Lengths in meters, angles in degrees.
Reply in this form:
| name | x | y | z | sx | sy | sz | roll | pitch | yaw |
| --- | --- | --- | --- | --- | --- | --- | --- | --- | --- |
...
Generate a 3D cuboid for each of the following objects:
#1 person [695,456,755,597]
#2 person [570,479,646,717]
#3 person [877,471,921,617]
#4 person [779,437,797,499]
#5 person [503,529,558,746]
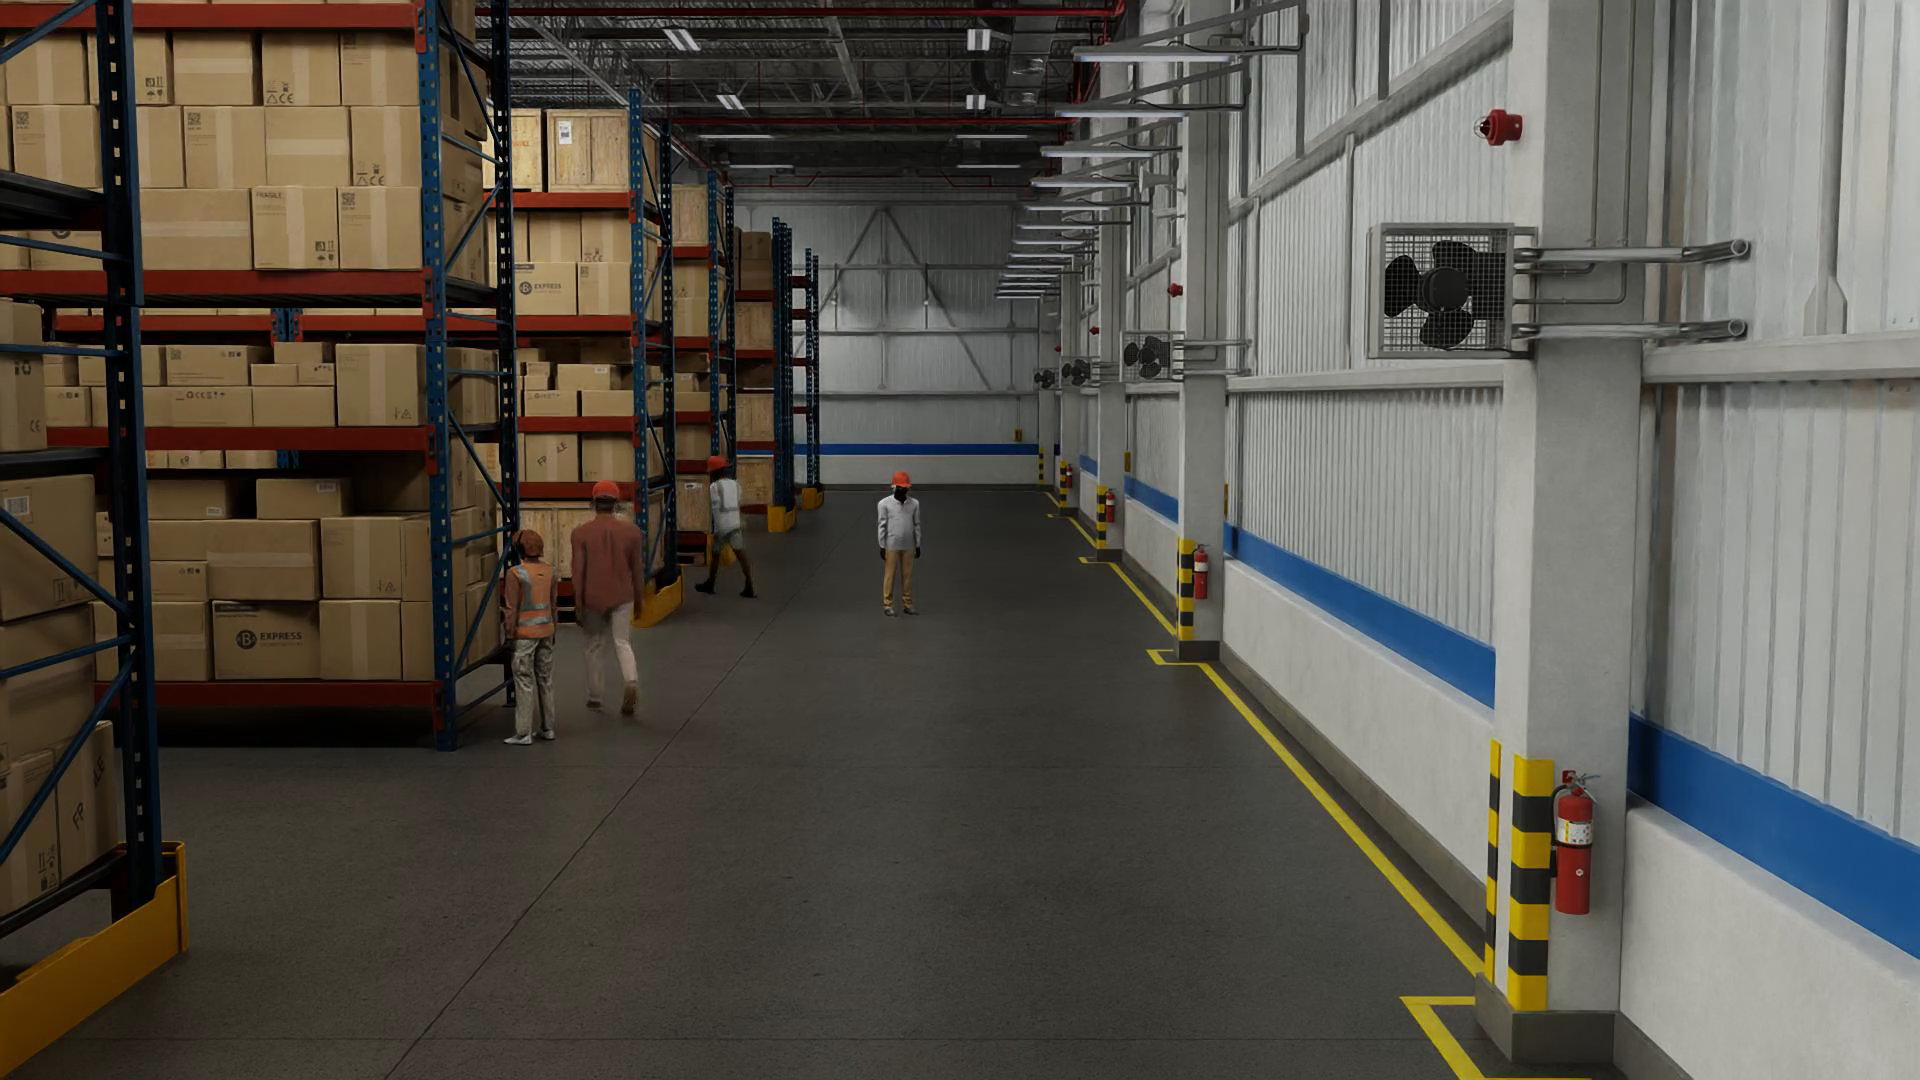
| name | x | y | z | sx | sy | sz | roll | pitch | yaw |
| --- | --- | --- | --- | --- | --- | --- | --- | --- | --- |
| person | -3.076 | -0.174 | 21.839 | 1.043 | 1.865 | 0.567 | 5 | 7 | 43 |
| person | -2.869 | 0.480 | 13.634 | 0.619 | 1.966 | 0.854 | -2 | 5 | -25 |
| person | -0.714 | 0.049 | 19.882 | 0.566 | 1.744 | 0.350 | -3 | 6 | -28 |
| person | -4.542 | -1.836 | 42.241 | 0.926 | 1.682 | 0.494 | 3 | 6 | 32 |
| person | -3.237 | 0.732 | 12.581 | 0.312 | 1.632 | 0.525 | 3 | 6 | 29 |
